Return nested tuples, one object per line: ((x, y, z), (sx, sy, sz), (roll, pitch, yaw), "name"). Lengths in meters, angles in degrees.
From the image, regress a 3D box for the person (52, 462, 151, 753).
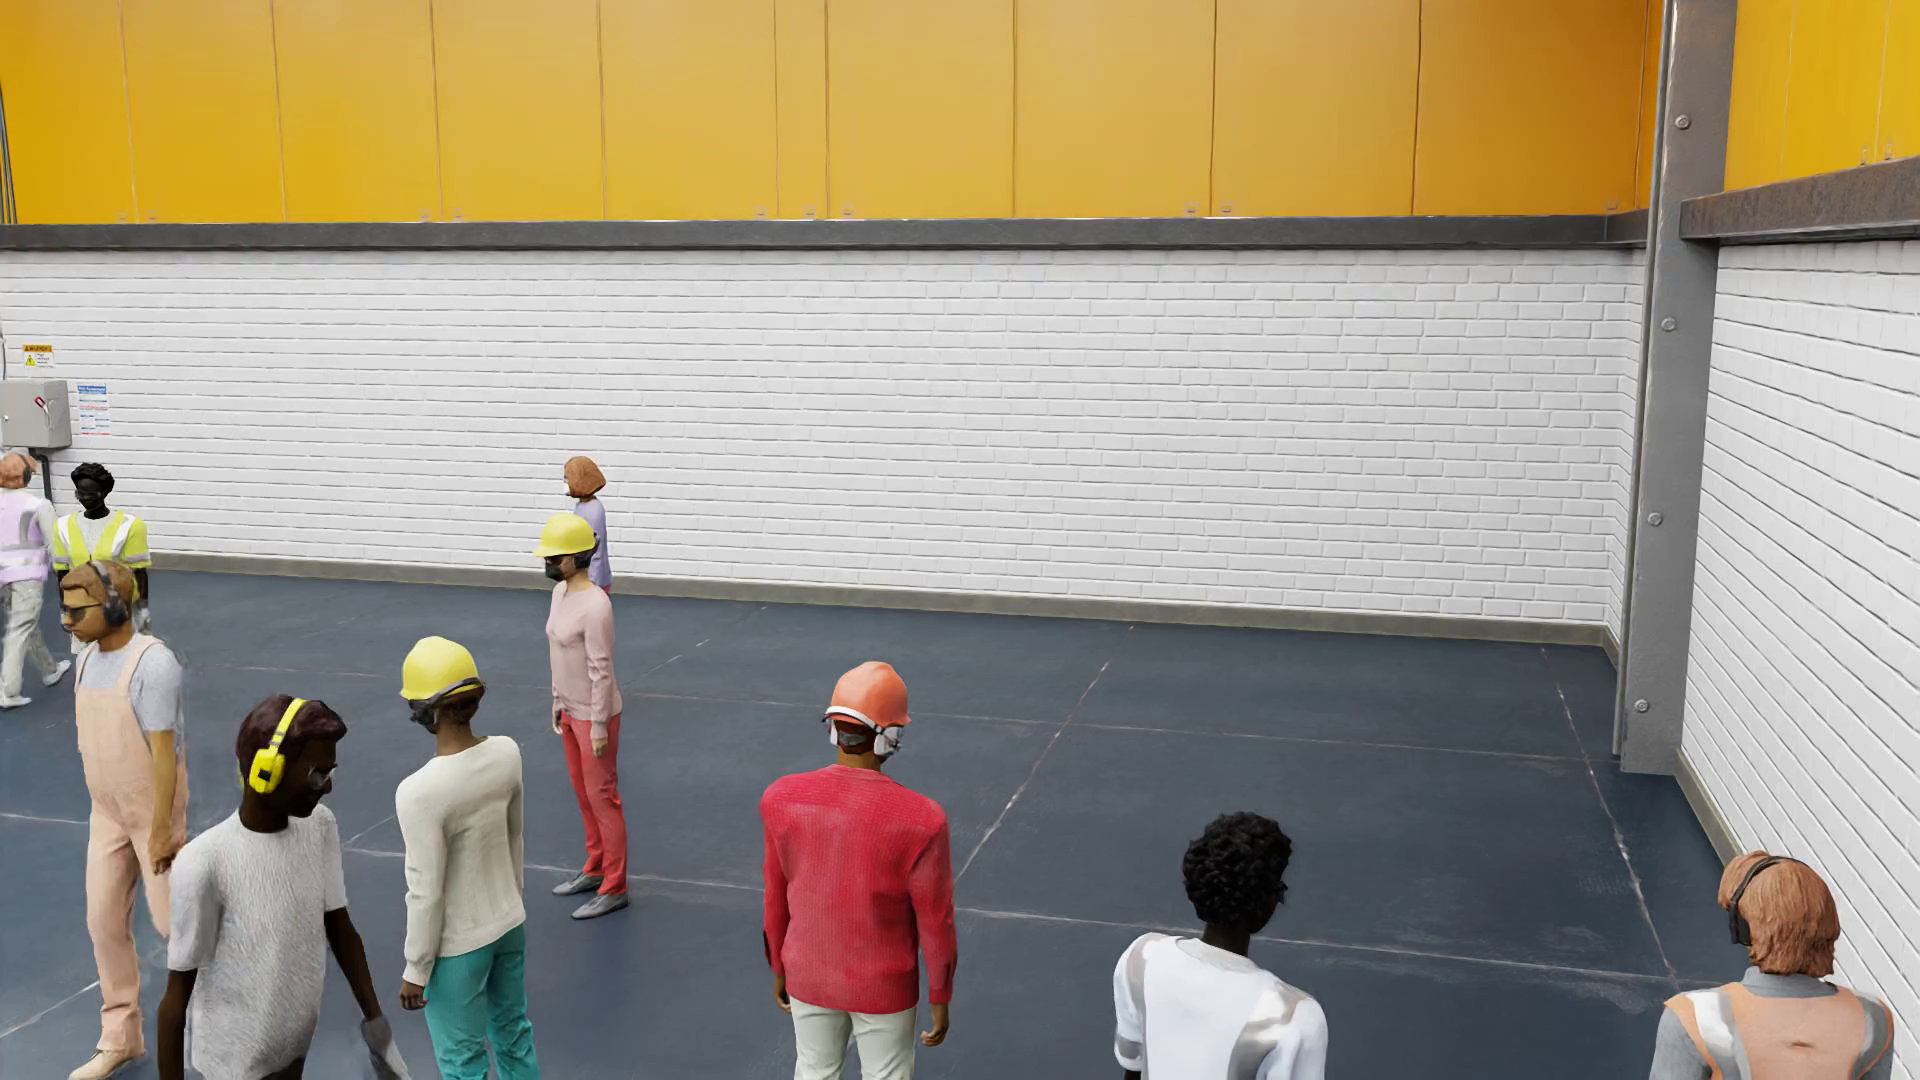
((-4.893, 0.388, 9.527), (0.533, 1.690, 0.322), (-1, 10, -5), "person")

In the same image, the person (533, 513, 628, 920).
((-1.646, 0.751, 7.190), (0.349, 1.760, 0.526), (-6, 11, -31), "person")

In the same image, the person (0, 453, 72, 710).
((-5.960, 0.239, 10.655), (0.540, 1.587, 0.853), (1, 10, 7), "person")

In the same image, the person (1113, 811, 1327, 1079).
((0.545, 1.404, 3.546), (0.319, 1.691, 0.540), (-9, 13, -43), "person")

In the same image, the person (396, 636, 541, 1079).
((-1.448, 1.148, 4.827), (0.327, 1.765, 0.529), (3, 10, 19), "person")

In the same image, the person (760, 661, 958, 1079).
((-0.272, 1.194, 4.635), (0.574, 1.739, 0.350), (3, 10, 19), "person")

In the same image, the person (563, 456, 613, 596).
((-2.294, 0.291, 10.288), (0.279, 1.628, 0.504), (-3, 10, -18), "person")

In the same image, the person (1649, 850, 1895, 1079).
((1.652, 1.448, 3.456), (0.524, 1.631, 0.316), (-1, 10, -7), "person")

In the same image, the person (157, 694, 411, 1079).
((-1.630, 1.268, 3.990), (0.883, 1.812, 0.538), (2, 10, 10), "person")
